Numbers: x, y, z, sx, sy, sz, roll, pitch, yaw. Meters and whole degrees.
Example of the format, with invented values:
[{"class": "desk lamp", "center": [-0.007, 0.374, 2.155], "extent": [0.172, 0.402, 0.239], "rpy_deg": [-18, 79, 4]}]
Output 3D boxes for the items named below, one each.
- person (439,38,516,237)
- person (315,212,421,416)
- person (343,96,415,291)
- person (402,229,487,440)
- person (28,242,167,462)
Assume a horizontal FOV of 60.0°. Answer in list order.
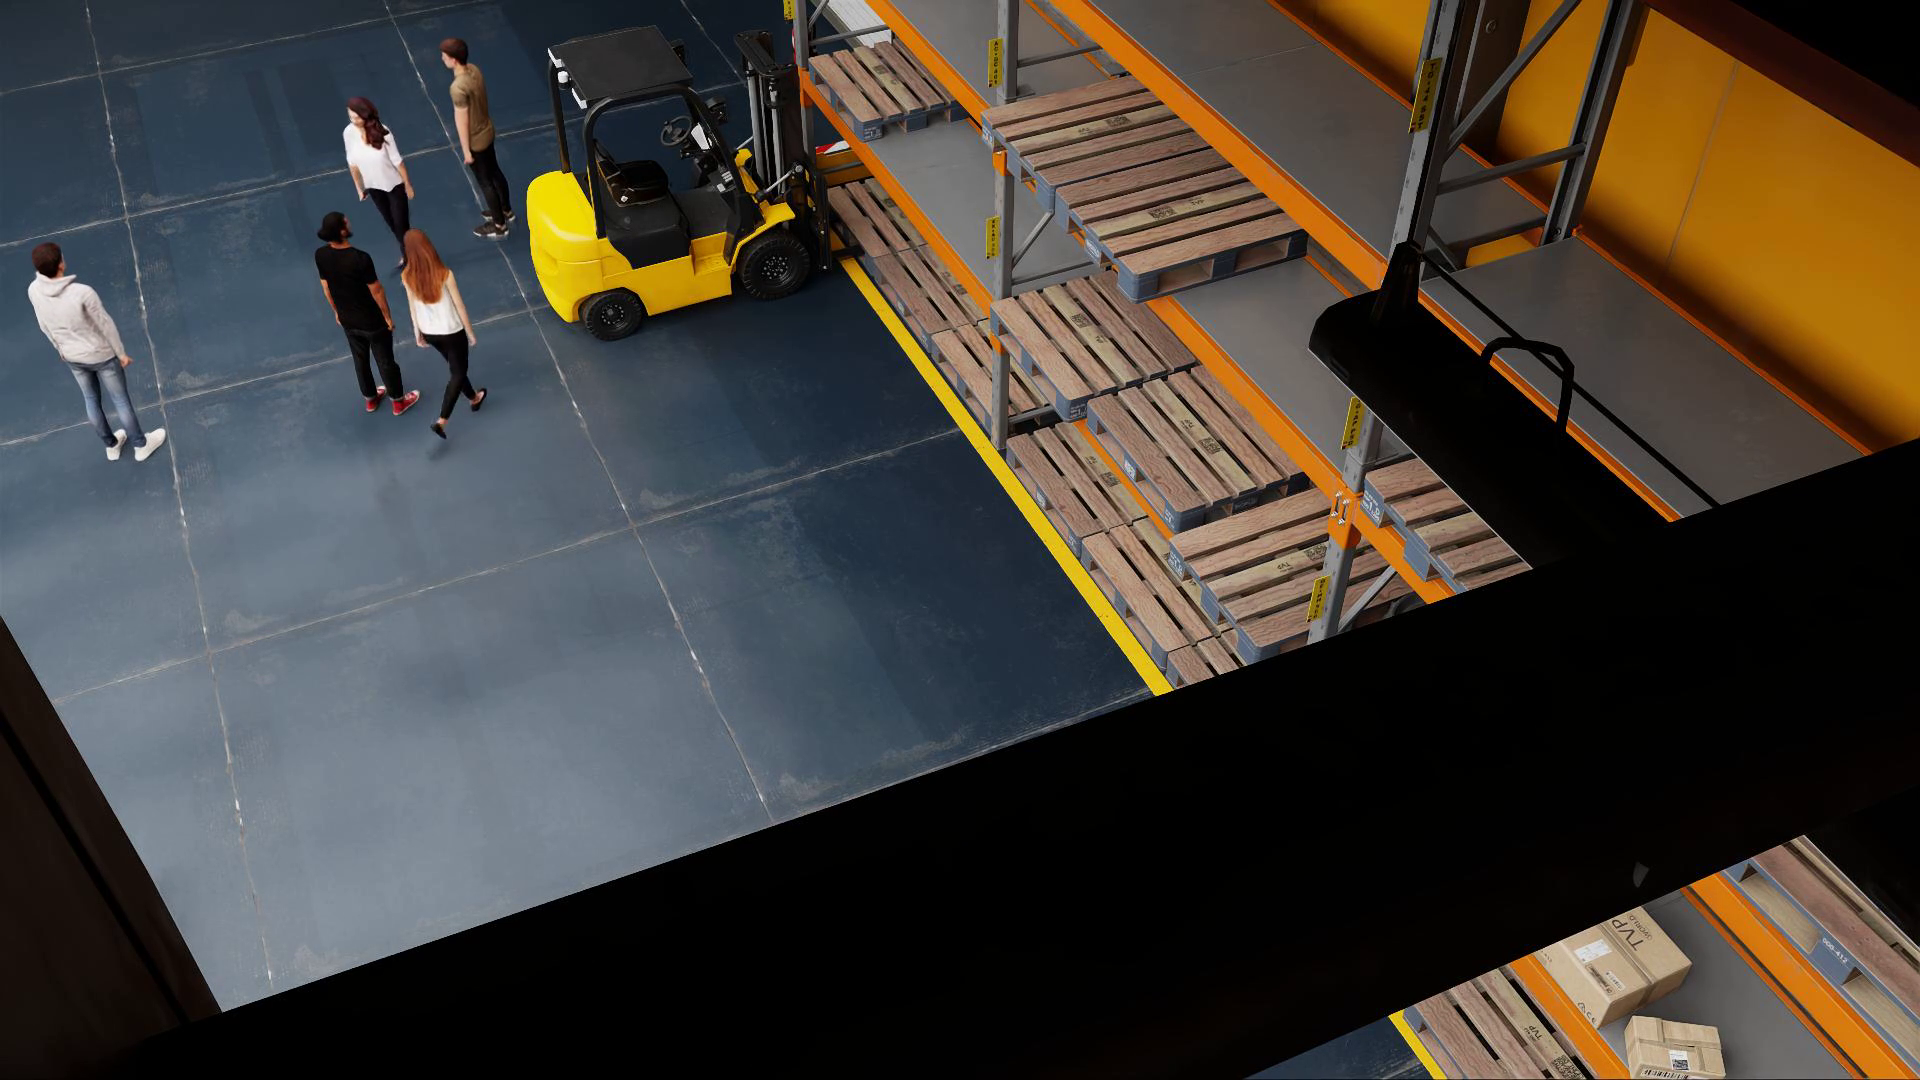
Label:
[{"class": "person", "center": [-4.218, -3.527, 14.548], "extent": [0.793, 1.850, 0.670], "rpy_deg": [3, 44, 4]}, {"class": "person", "center": [-4.578, -1.724, 12.724], "extent": [0.702, 1.755, 0.733], "rpy_deg": [9, 44, 9]}, {"class": "person", "center": [-4.821, -2.998, 14.051], "extent": [0.854, 1.768, 0.938], "rpy_deg": [10, 44, 10]}, {"class": "person", "center": [-3.932, -1.511, 12.552], "extent": [0.971, 1.685, 1.102], "rpy_deg": [10, 44, 10]}, {"class": "person", "center": [-6.453, -1.382, 12.295], "extent": [0.758, 1.852, 0.752], "rpy_deg": [2, 44, 2]}]
